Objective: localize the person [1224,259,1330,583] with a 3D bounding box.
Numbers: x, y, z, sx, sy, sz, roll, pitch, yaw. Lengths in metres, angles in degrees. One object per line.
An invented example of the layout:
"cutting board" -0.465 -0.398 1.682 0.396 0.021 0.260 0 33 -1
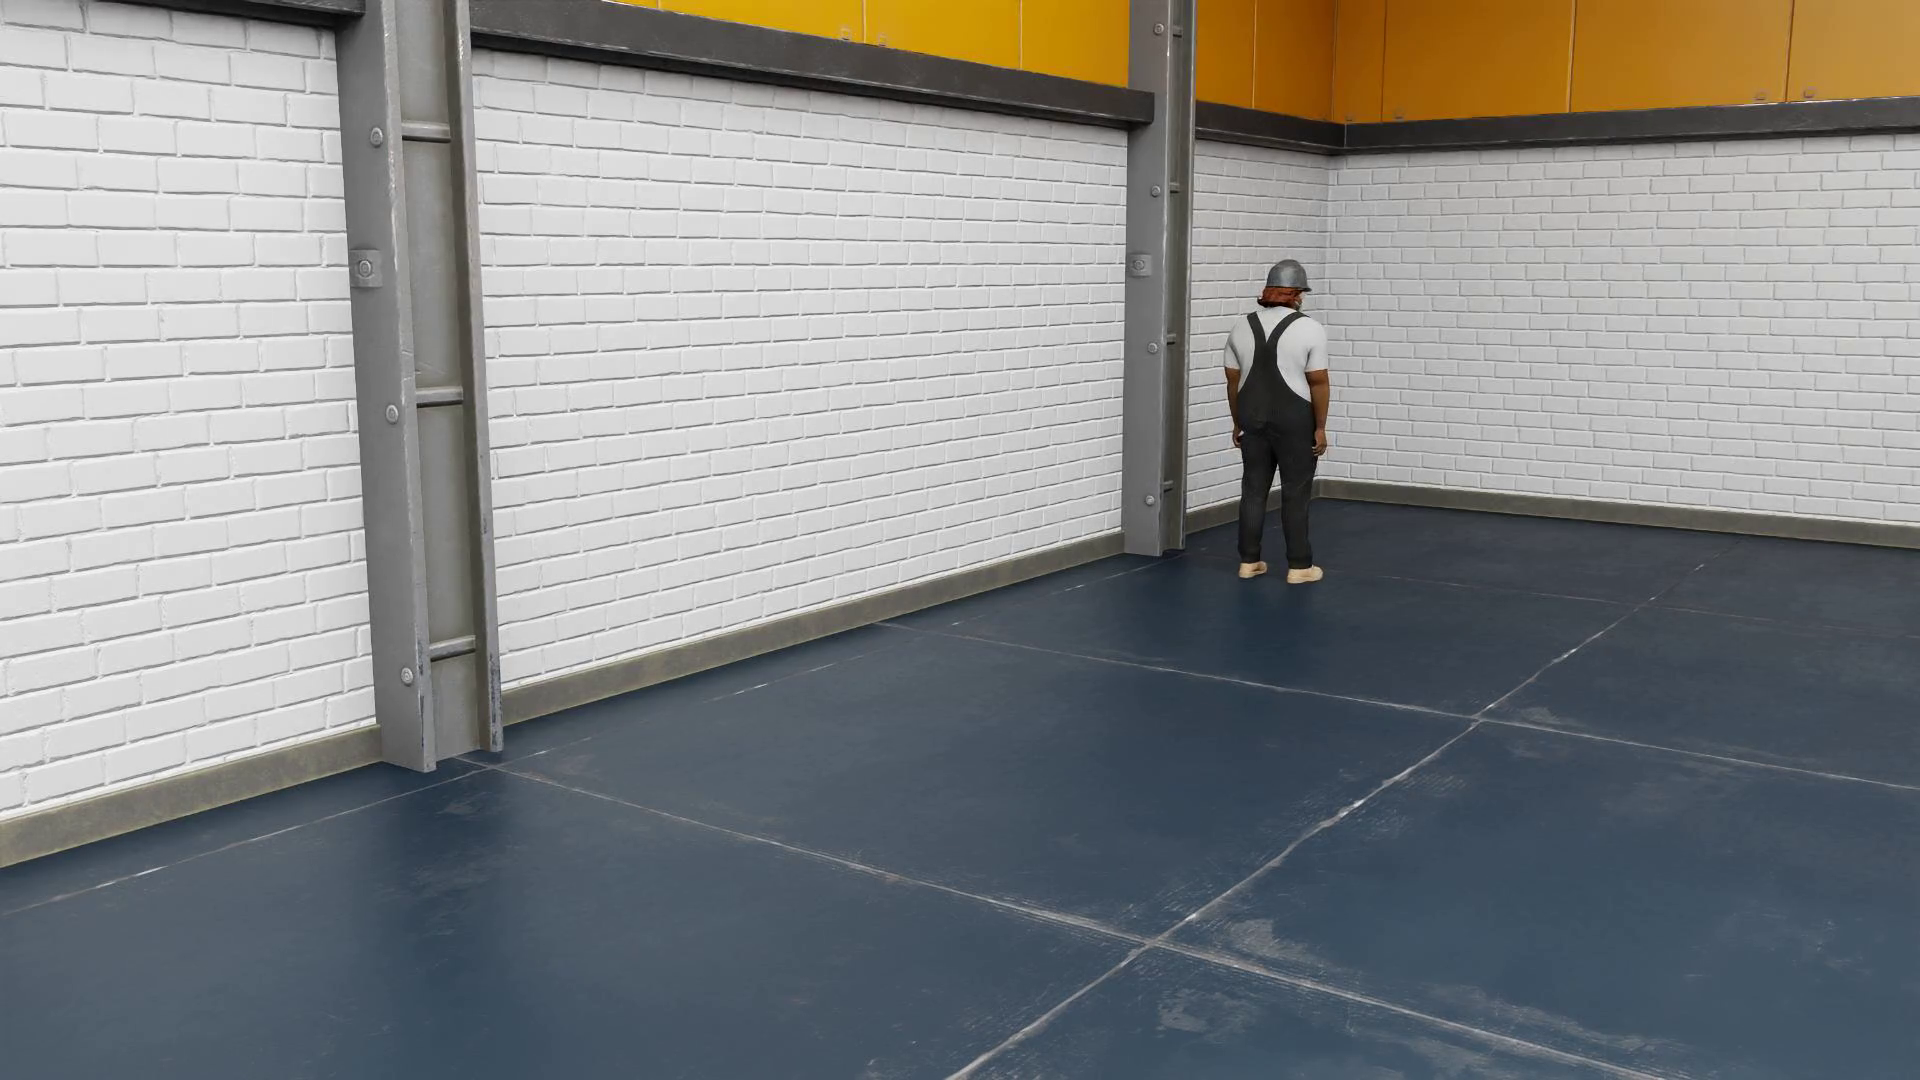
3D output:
"person" 2.047 -0.758 10.555 0.687 2.000 0.535 7 12 37
